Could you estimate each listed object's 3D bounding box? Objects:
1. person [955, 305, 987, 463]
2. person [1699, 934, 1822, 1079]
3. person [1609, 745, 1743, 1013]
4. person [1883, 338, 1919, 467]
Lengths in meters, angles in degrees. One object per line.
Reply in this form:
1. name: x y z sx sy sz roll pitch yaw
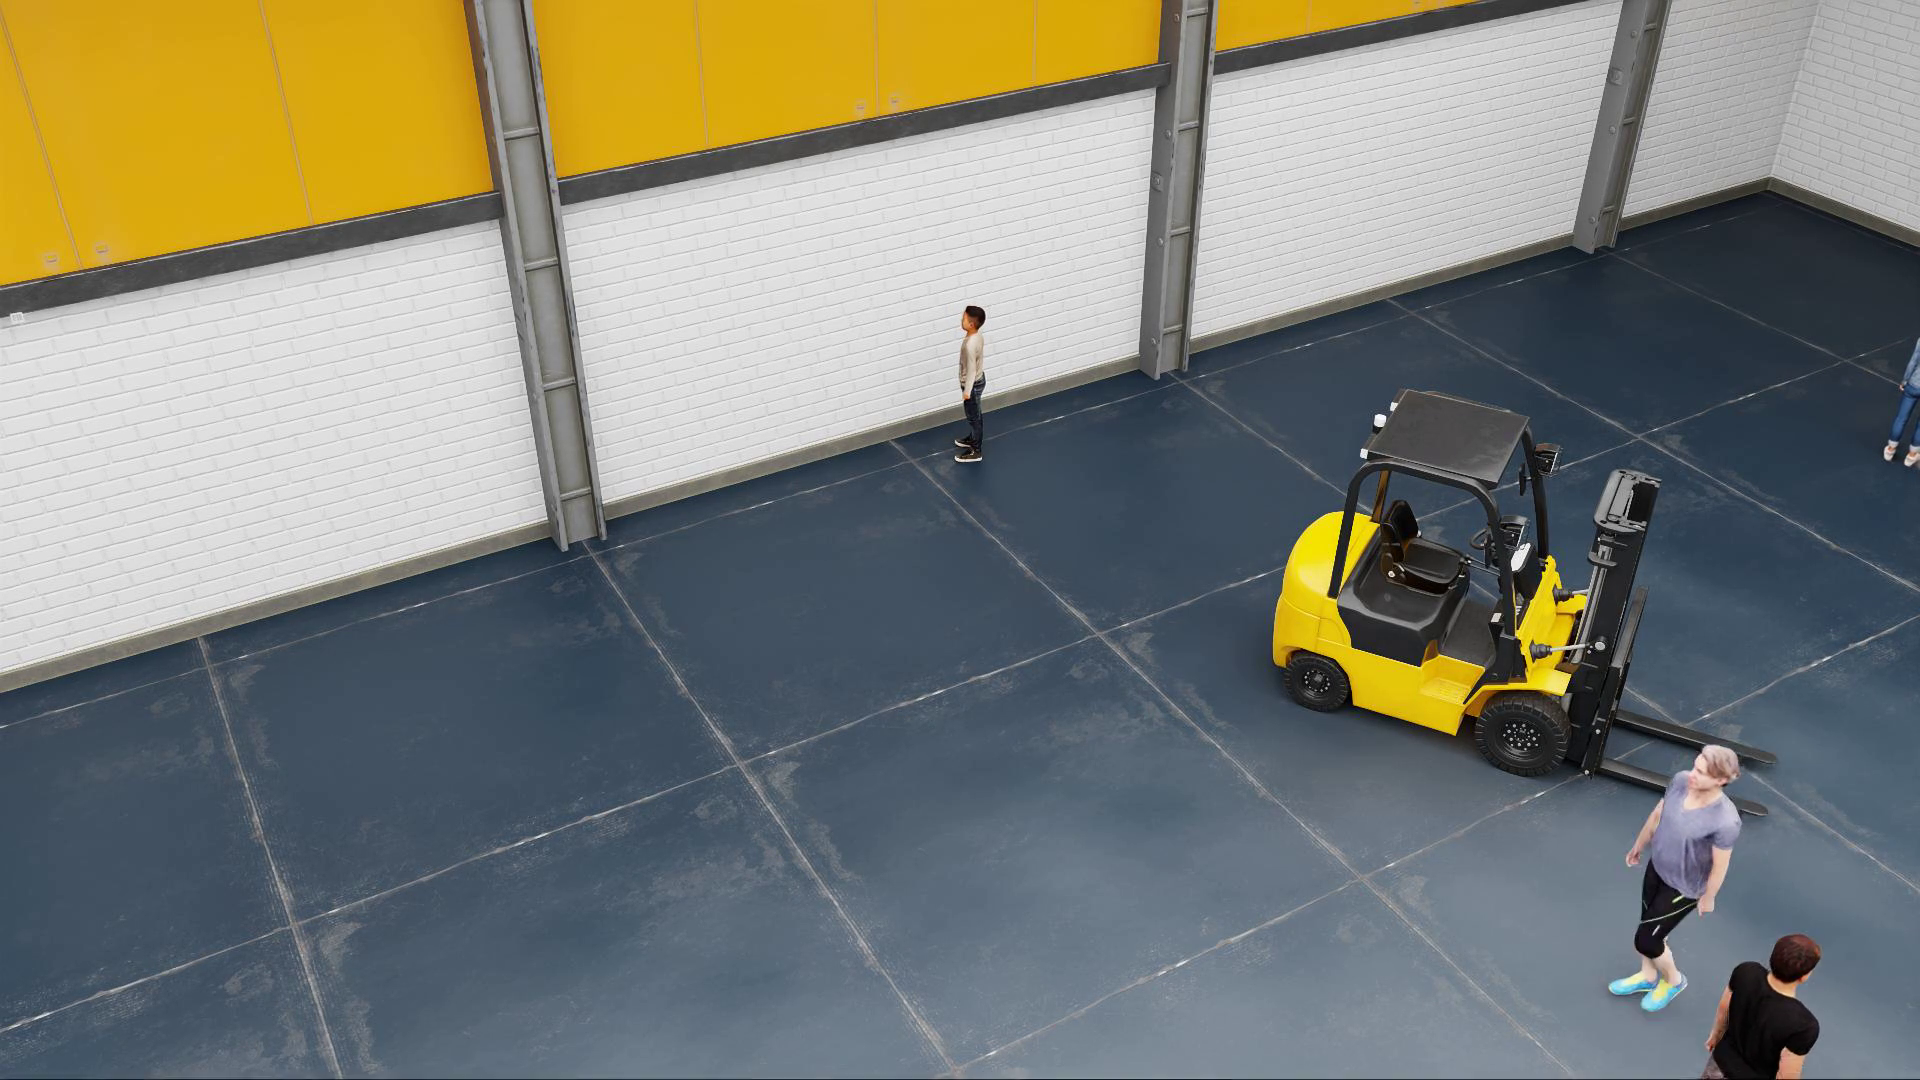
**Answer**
1. person: 0.109 -1.392 14.652 0.657 1.464 0.634 2 34 2
2. person: 3.819 2.656 8.228 1.186 1.833 0.731 -15 36 -21
3. person: 4.093 1.888 9.348 0.795 1.872 0.773 -6 34 -9
4. person: 8.453 -1.343 14.566 0.626 1.475 0.641 18 38 25
